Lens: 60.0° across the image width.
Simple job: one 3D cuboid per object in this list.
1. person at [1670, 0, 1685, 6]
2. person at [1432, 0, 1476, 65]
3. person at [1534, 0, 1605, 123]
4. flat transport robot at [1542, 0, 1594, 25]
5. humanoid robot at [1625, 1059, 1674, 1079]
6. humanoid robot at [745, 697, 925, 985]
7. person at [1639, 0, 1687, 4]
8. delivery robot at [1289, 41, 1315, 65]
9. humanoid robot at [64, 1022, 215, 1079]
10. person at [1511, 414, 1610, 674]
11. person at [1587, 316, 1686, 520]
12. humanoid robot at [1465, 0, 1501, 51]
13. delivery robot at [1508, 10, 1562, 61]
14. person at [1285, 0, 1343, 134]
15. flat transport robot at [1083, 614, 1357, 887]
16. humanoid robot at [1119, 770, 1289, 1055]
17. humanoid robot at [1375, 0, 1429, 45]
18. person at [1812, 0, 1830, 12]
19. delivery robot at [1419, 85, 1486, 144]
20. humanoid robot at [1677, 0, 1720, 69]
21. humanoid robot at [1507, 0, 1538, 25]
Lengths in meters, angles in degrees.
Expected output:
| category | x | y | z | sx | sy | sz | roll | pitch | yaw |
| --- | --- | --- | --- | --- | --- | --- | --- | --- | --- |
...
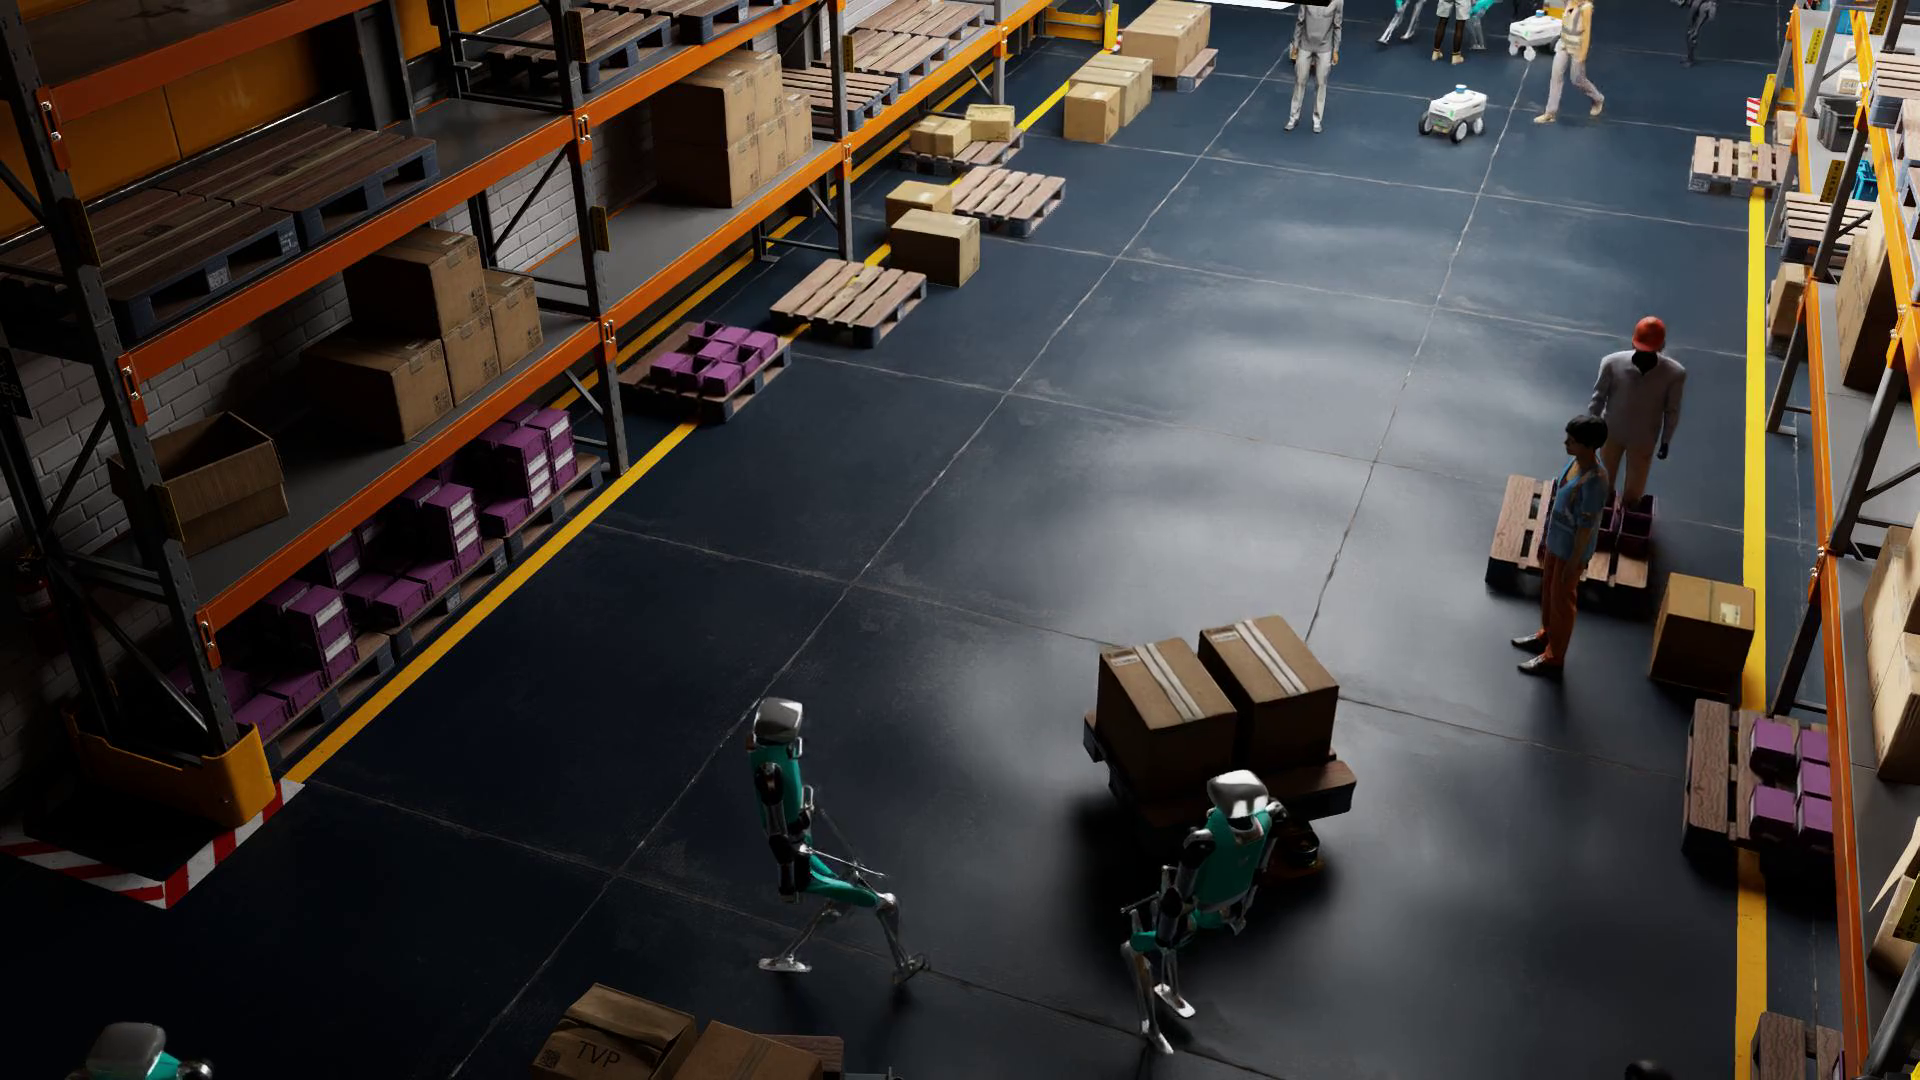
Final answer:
| category | x | y | z | sx | sy | sz | roll | pitch | yaw |
| --- | --- | --- | --- | --- | --- | --- | --- | --- | --- |
| person | 10.015 | -8.386 | 23.208 | 0.563 | 1.741 | 0.544 | -9 | 34 | -14 |
| person | 6.238 | -6.838 | 20.861 | 0.533 | 1.692 | 0.320 | 22 | 39 | 30 |
| person | 7.071 | -5.611 | 18.920 | 0.751 | 1.747 | 0.490 | -9 | 34 | -14 |
| flat transport robot | 8.413 | -7.386 | 23.023 | 0.659 | 0.231 | 1.431 | 10 | 34 | 15 |
| humanoid robot | 2.444 | 2.574 | 6.313 | 0.586 | 1.654 | 0.349 | -11 | 34 | -17 |
| humanoid robot | -0.520 | 1.483 | 7.966 | 0.933 | 1.781 | 0.553 | -1 | 33 | -2 |
| person | 9.945 | -8.338 | 23.233 | 0.884 | 1.636 | 0.450 | 4 | 33 | 7 |
| delivery robot | 4.436 | -6.188 | 20.887 | 0.499 | 0.576 | 0.751 | 2 | 33 | 3 |
| humanoid robot | -2.972 | 2.632 | 6.179 | 0.543 | 1.722 | 1.045 | -4 | 33 | -6 |
| person | 3.706 | 0.025 | 10.182 | 0.335 | 1.759 | 0.495 | 2 | 33 | 3 |
| person | 4.563 | -0.724 | 11.357 | 0.571 | 1.736 | 0.414 | 16 | 36 | 23 |
| humanoid robot | 6.722 | -7.032 | 21.186 | 0.775 | 1.841 | 0.538 | 10 | 34 | 15 |
| delivery robot | 7.438 | -6.510 | 21.417 | 0.781 | 0.609 | 0.499 | -17 | 36 | -24 |
| person | 3.991 | -5.534 | 18.656 | 0.531 | 1.900 | 0.395 | 10 | 34 | 15 |
| flat transport robot | 1.426 | 1.413 | 9.405 | 0.659 | 0.231 | 1.431 | -10 | 34 | -15 |
| humanoid robot | 1.037 | 1.638 | 7.683 | 0.543 | 1.733 | 0.811 | -17 | 36 | -24 |
| humanoid robot | 5.764 | -7.214 | 21.427 | 0.539 | 1.732 | 1.042 | 26 | 41 | 35 |
| person | 10.812 | -6.779 | 20.611 | 0.530 | 1.865 | 0.378 | -17 | 37 | -25 |
| delivery robot | 5.612 | -4.840 | 18.805 | 0.752 | 0.581 | 0.518 | -26 | 41 | -34 |
| humanoid robot | 9.256 | -6.744 | 20.731 | 0.344 | 1.644 | 0.600 | -12 | 35 | -17 |
| humanoid robot | 7.677 | -7.659 | 22.146 | 0.608 | 1.653 | 0.324 | 20 | 38 | 28 |
